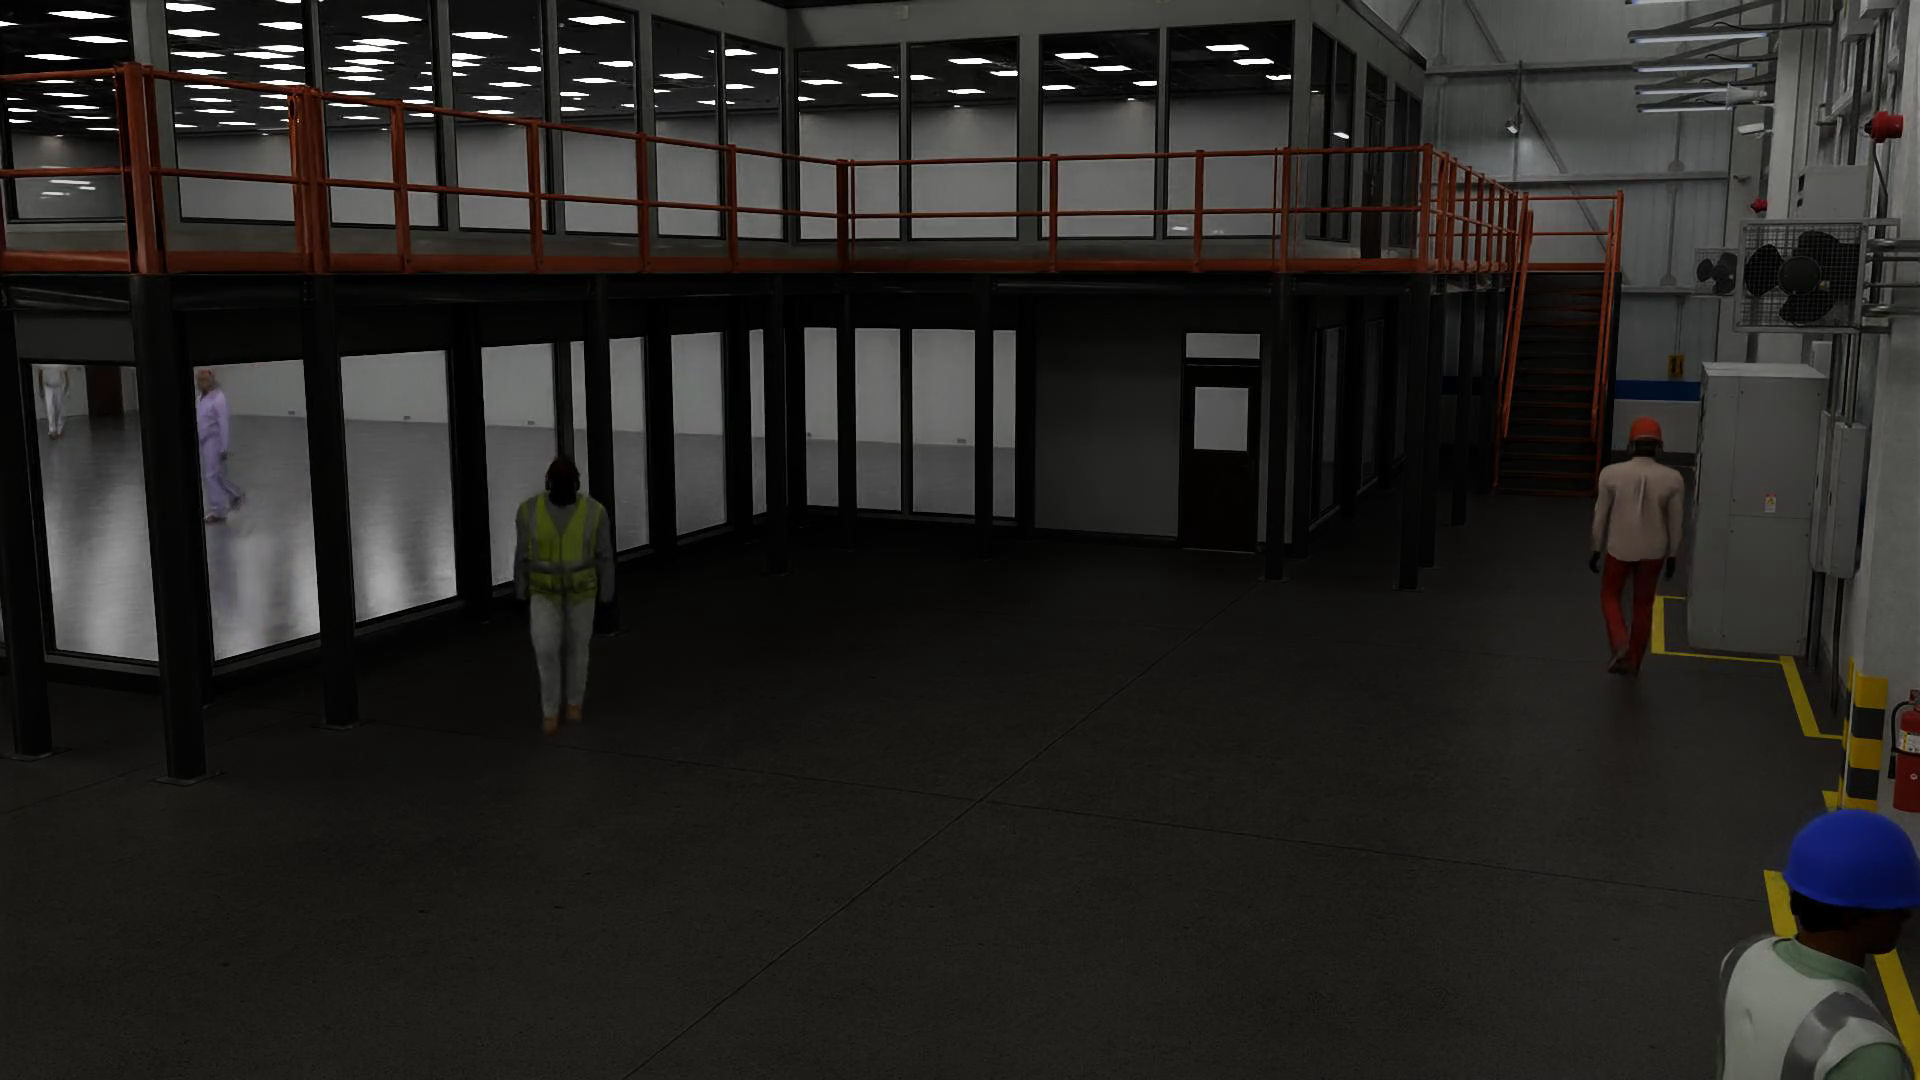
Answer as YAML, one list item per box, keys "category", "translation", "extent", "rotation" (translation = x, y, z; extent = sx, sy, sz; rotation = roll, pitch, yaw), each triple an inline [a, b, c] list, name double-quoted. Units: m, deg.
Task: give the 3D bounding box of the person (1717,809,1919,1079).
- category: "person"
  translation: [1.823, 1.518, 3.576]
  extent: [0.391, 1.948, 0.605]
  rotation: [0, 9, -1]

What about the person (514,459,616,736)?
- category: "person"
  translation: [-2.610, 0.380, 10.995]
  extent: [0.660, 1.811, 0.798]
  rotation: [-2, 9, -12]

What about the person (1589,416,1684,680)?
- category: "person"
  translation: [5.038, 0.070, 12.397]
  extent: [0.648, 1.980, 0.433]
  rotation: [3, 10, 15]
